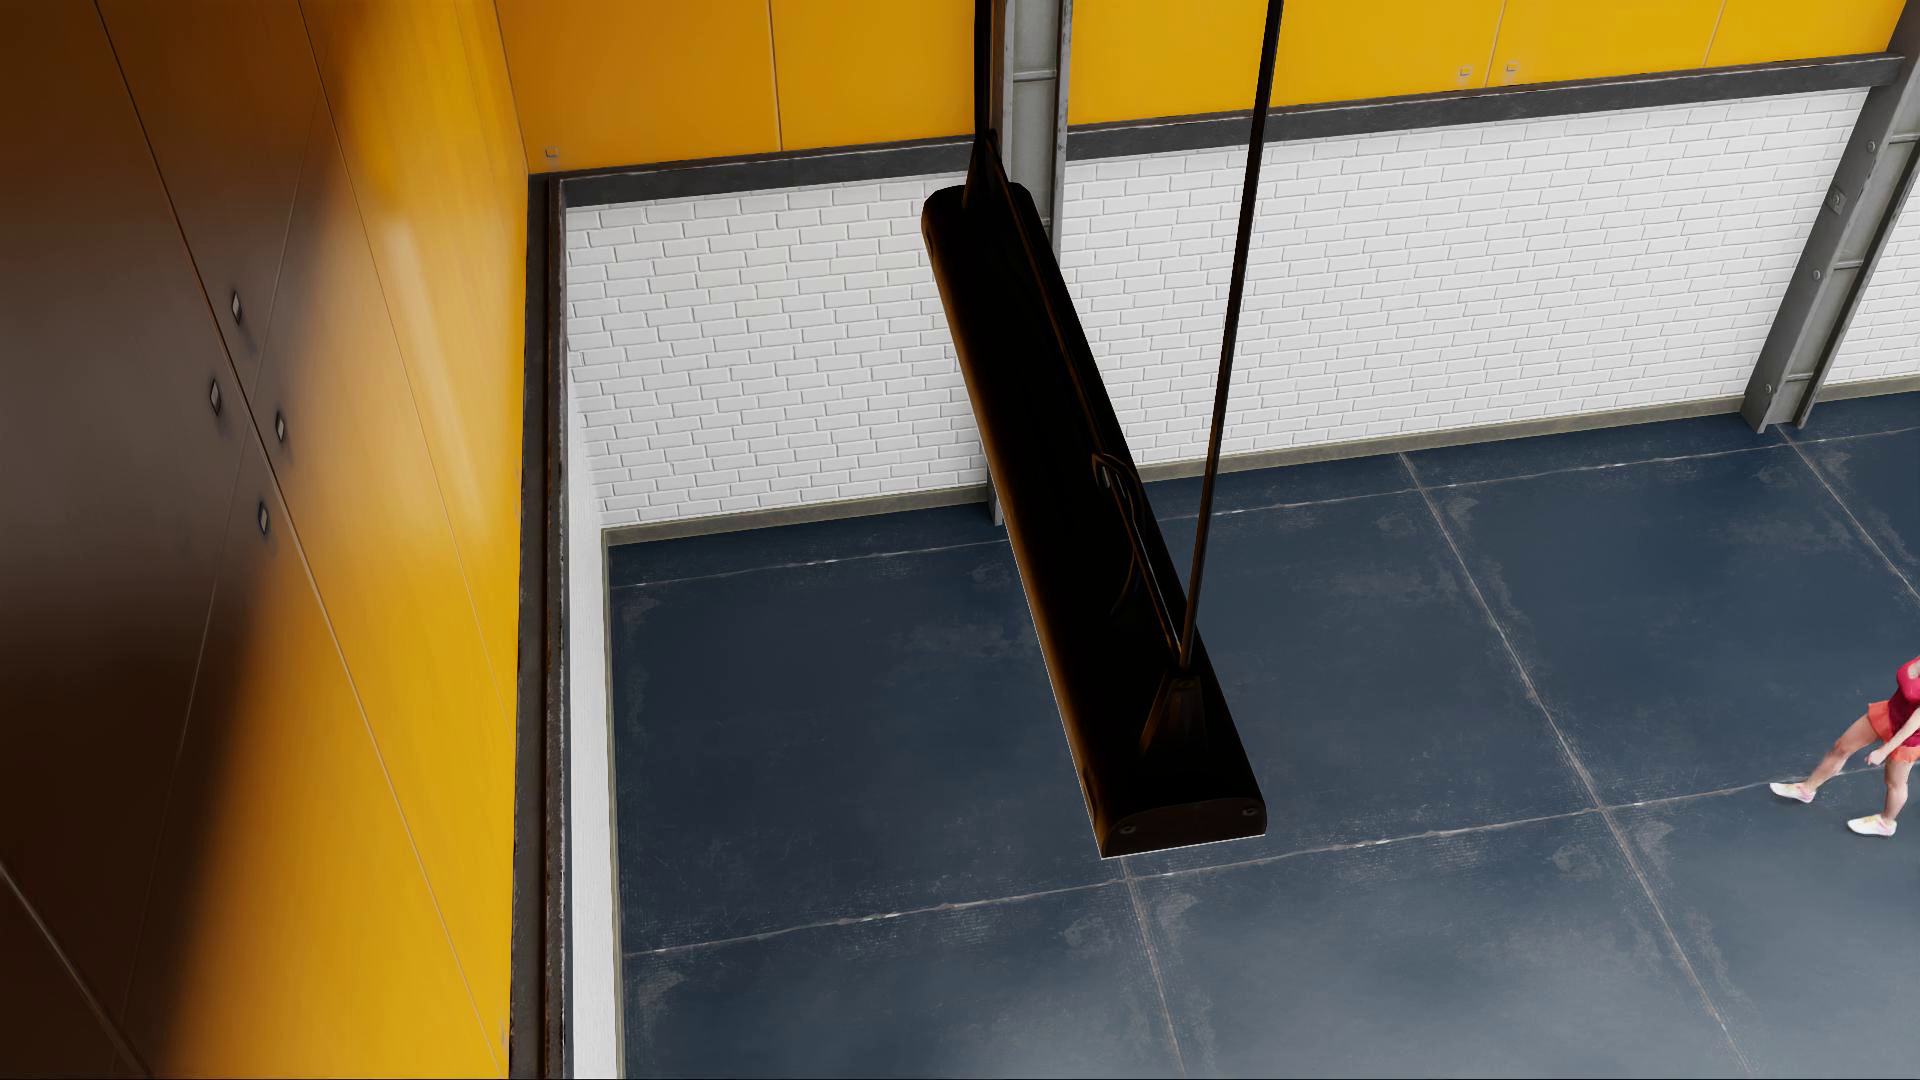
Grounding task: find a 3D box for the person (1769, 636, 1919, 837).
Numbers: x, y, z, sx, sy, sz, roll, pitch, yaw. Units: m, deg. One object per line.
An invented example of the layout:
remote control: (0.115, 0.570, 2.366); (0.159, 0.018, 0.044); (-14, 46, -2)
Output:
person: (5.493, 1.114, 9.558); (1.006, 1.726, 0.767); (5, 44, 5)
